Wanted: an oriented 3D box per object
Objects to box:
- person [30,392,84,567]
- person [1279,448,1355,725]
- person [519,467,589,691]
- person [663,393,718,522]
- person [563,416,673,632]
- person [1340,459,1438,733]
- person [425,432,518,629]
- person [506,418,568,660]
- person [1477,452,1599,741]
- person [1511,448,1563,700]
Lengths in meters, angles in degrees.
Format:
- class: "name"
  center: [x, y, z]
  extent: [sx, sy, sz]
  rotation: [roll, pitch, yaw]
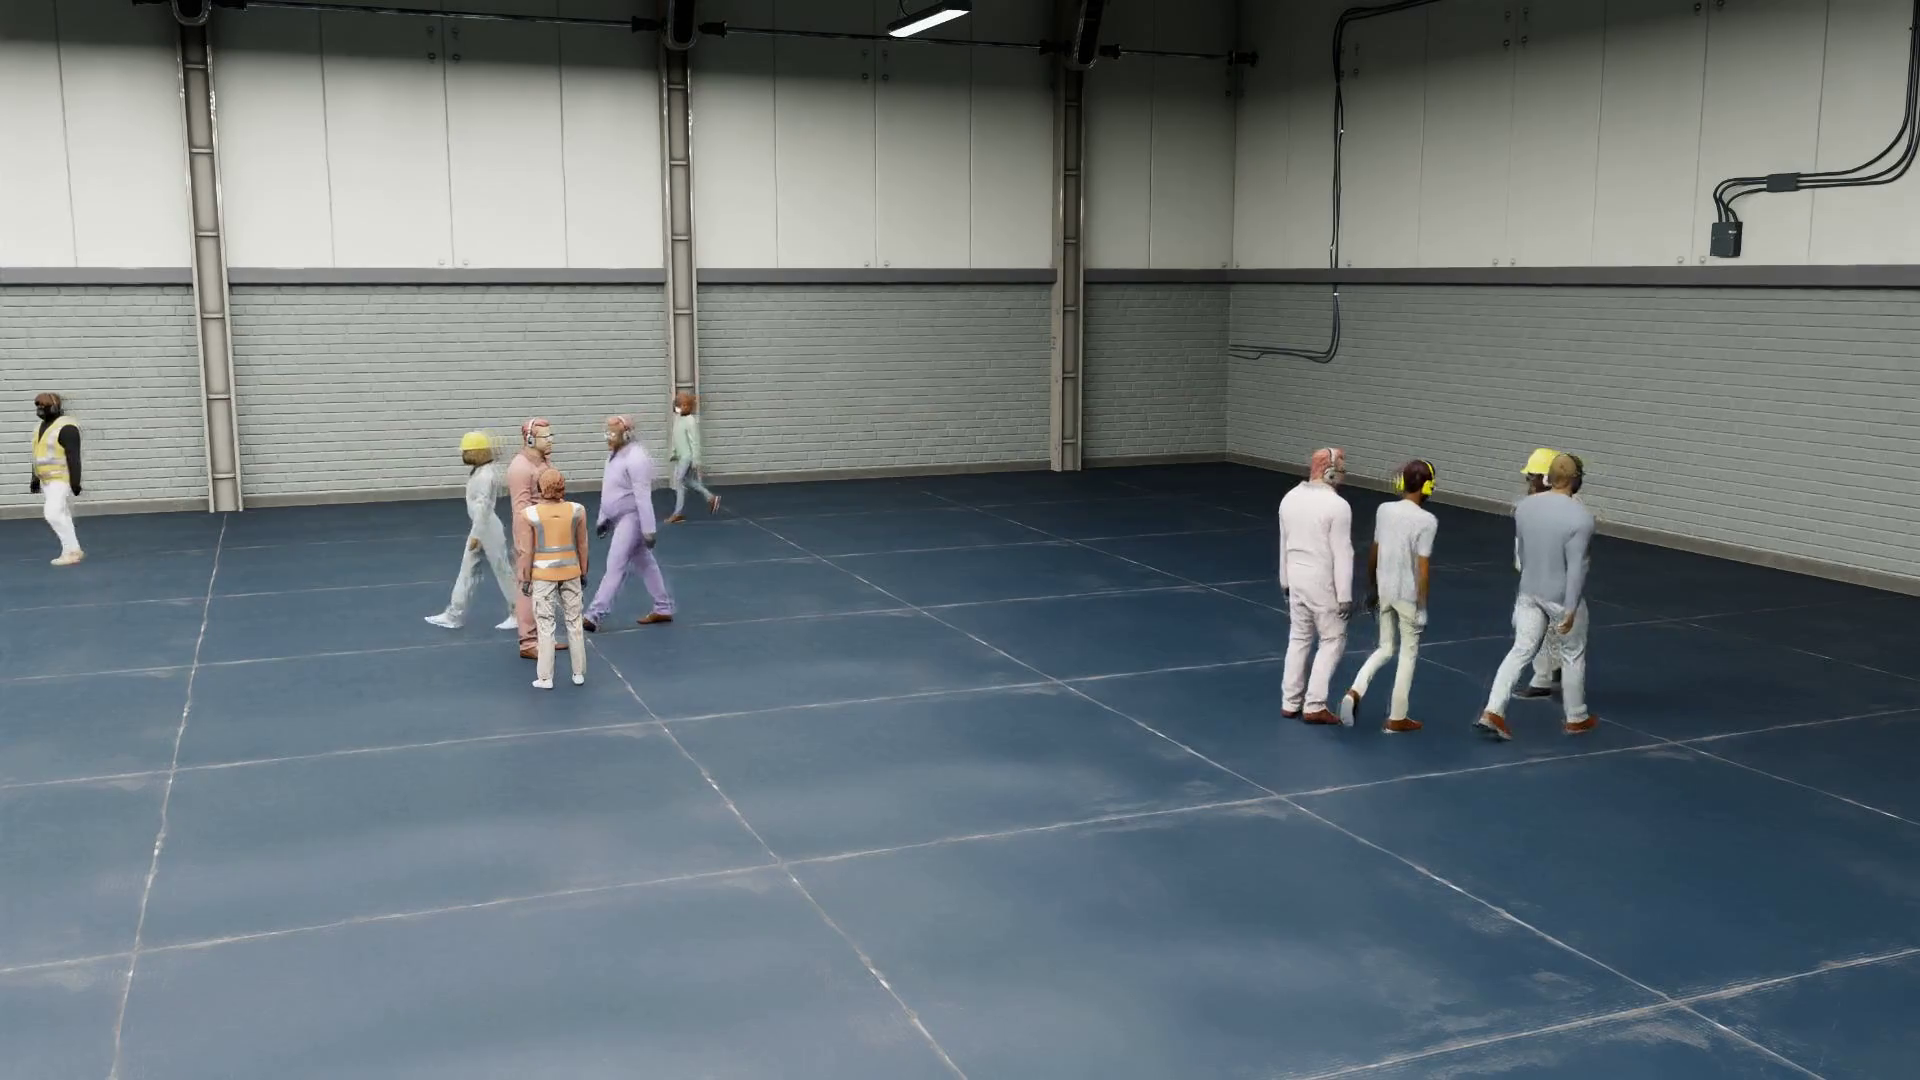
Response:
- class: "person"
  center: [-9.437, -0.624, 17.336]
  extent: [0.632, 1.827, 0.470]
  rotation: [7, 11, 37]
- class: "person"
  center: [2.426, 0.318, 11.250]
  extent: [0.401, 1.899, 0.682]
  rotation: [-5, 10, -29]
- class: "person"
  center: [-2.962, 0.285, 12.189]
  extent: [0.514, 1.639, 0.307]
  rotation: [-6, 11, -31]
- class: "person"
  center: [-3.318, -1.023, 20.470]
  extent: [0.660, 1.607, 0.521]
  rotation: [-4, 10, -25]
- class: "person"
  center: [-2.919, -0.140, 14.187]
  extent: [1.013, 1.840, 0.680]
  rotation: [-4, 10, -24]
- class: "person"
  center: [2.819, 0.387, 10.904]
  extent: [0.616, 1.841, 0.572]
  rotation: [-6, 11, -34]
- class: "person"
  center: [-4.135, -0.059, 14.145]
  extent: [0.880, 1.701, 0.504]
  rotation: [-5, 10, -30]
- class: "person"
  center: [-3.341, -0.015, 13.231]
  extent: [0.399, 1.909, 0.642]
  rotation: [1, 9, 4]
- class: "person"
  center: [3.806, 0.375, 10.832]
  extent: [0.963, 1.905, 0.630]
  rotation: [-6, 11, -33]
- class: "person"
  center: [4.171, 0.255, 11.830]
  extent: [0.442, 1.818, 0.592]
  rotation: [1, 9, 6]
